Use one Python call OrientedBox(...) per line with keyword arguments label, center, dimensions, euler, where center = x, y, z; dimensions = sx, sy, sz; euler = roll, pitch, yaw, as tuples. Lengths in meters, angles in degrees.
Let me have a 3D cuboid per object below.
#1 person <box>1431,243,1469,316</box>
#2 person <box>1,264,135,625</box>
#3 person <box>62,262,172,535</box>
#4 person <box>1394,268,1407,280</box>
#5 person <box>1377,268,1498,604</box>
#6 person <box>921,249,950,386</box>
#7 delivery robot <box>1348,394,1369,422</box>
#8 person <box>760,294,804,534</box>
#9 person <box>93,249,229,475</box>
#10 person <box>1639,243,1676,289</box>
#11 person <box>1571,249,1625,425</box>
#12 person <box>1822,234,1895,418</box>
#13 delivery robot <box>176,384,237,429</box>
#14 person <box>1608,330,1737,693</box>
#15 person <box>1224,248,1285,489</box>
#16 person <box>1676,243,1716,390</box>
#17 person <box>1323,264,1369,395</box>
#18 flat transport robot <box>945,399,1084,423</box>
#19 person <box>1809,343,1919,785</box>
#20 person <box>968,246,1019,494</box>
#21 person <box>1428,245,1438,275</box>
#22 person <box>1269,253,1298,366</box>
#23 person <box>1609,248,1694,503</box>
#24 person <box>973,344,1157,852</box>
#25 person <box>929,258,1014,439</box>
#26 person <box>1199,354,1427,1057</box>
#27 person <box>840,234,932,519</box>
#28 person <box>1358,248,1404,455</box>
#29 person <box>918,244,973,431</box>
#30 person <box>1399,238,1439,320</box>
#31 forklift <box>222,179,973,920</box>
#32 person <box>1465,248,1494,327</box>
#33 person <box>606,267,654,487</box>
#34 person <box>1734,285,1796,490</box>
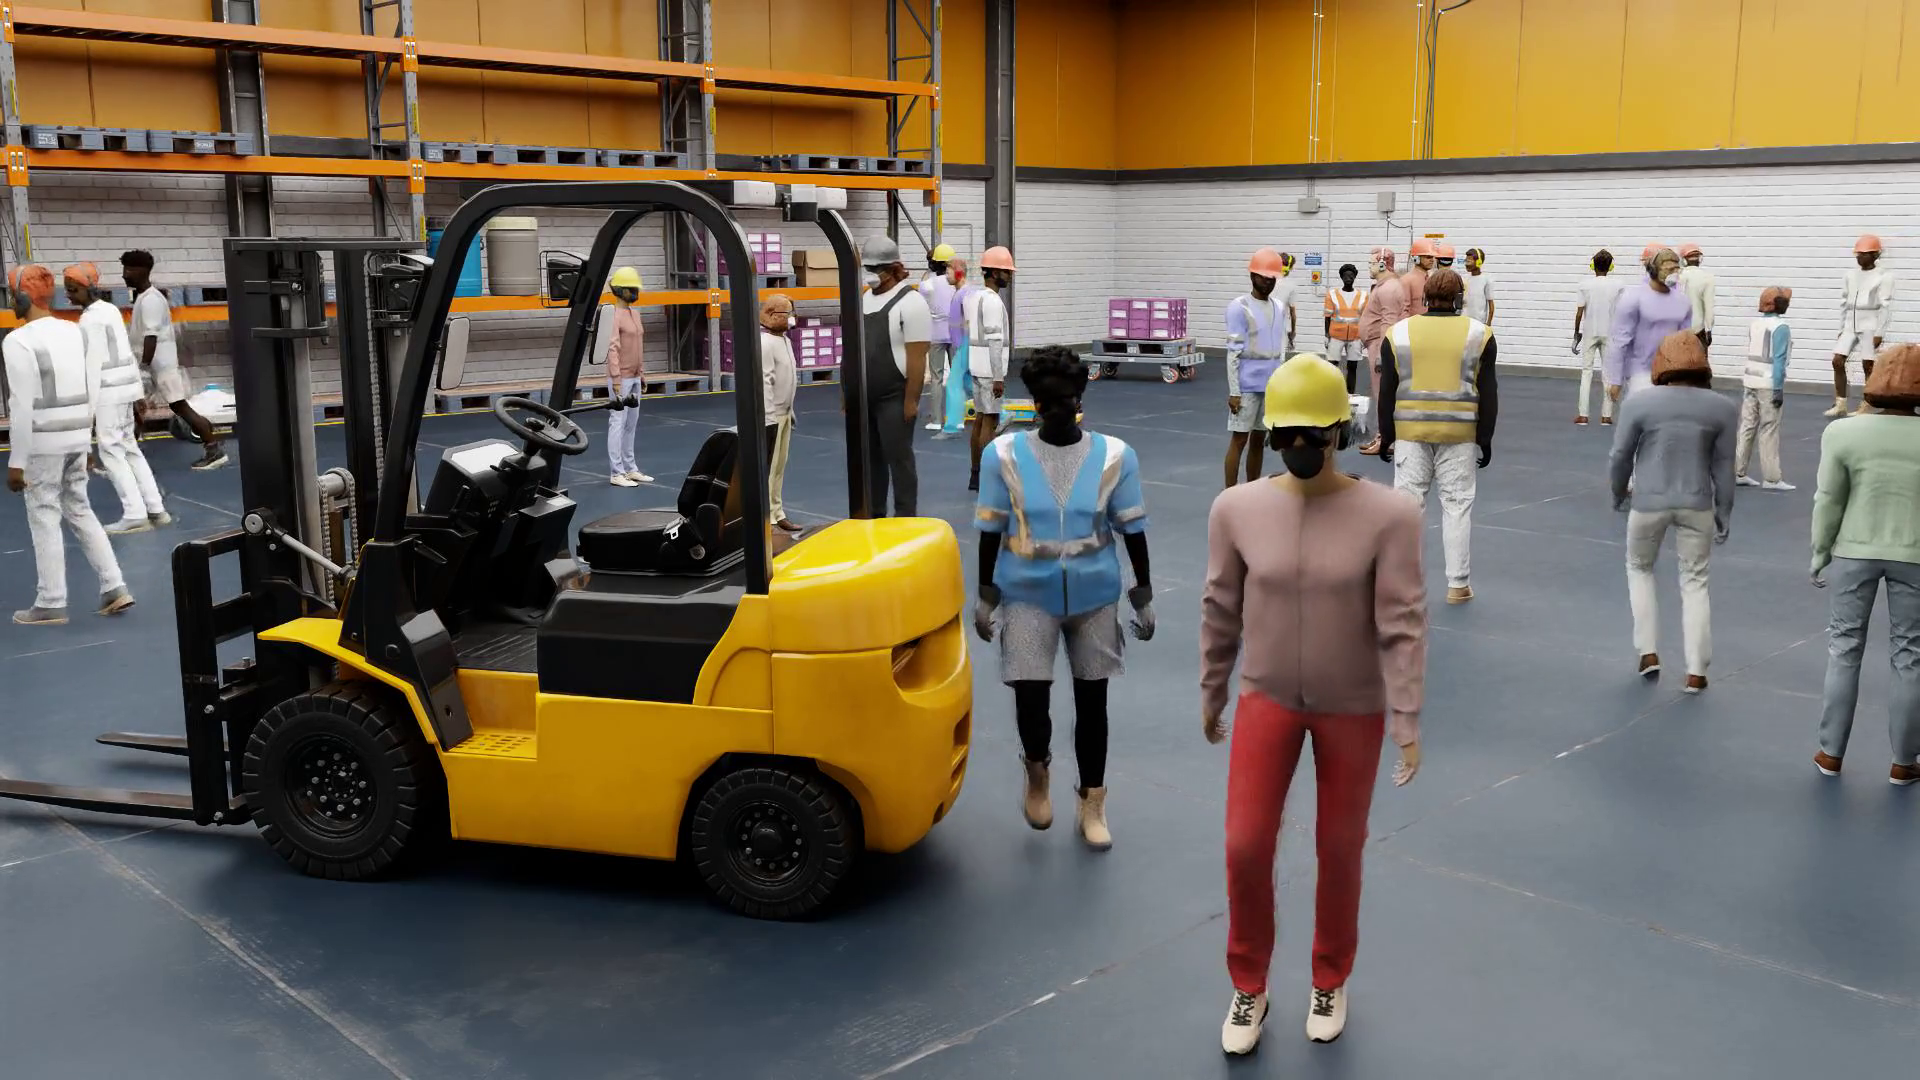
OrientedBox(label="person", center=(5.399, -2.355, 18.665), dimensions=(0.550, 1.935, 0.376), euler=(-1, 10, -4))
OrientedBox(label="person", center=(-4.710, -0.487, 8.651), dimensions=(0.435, 1.881, 0.598), euler=(2, 11, 10))
OrientedBox(label="person", center=(-5.732, -0.956, 11.285), dimensions=(0.443, 1.847, 0.668), euler=(-2, 11, -10))
OrientedBox(label="person", center=(5.682, -2.636, 21.084), dimensions=(0.595, 1.611, 0.558), euler=(-1, 10, -5))
OrientedBox(label="person", center=(2.629, -0.568, 9.188), dimensions=(0.634, 1.841, 0.429), euler=(4, 11, 19))
OrientedBox(label="person", center=(-0.322, -2.992, 22.420), dimensions=(0.622, 1.838, 0.429), euler=(10, 14, 42))
OrientedBox(label="delivery robot", center=(3.701, -1.324, 16.564), dimensions=(0.707, 0.478, 0.477), euler=(-2, 11, -14))
OrientedBox(label="person", center=(-1.224, -0.837, 11.218), dimensions=(0.279, 1.634, 0.497), euler=(2, 11, 12))
OrientedBox(label="person", center=(-6.836, -1.515, 14.177), dimensions=(1.045, 1.914, 0.617), euler=(-7, 12, -32))
OrientedBox(label="person", center=(7.696, -2.328, 18.529), dimensions=(0.544, 1.936, 0.359), euler=(-9, 13, -39))
OrientedBox(label="person", center=(6.810, -2.157, 17.772), dimensions=(0.517, 1.873, 0.328), euler=(3, 11, 14))
OrientedBox(label="person", center=(9.772, -2.302, 18.138), dimensions=(0.719, 2.020, 0.646), euler=(-5, 11, -24))
OrientedBox(label="delivery robot", center=(-7.383, -1.303, 16.451), dimensions=(0.707, 0.478, 0.477), euler=(-9, 14, -41))
OrientedBox(label="person", center=(3.182, -0.132, 7.456), dimensions=(0.526, 1.598, 0.491), euler=(2, 11, 11))
OrientedBox(label="person", center=(2.118, -1.091, 11.798), dimensions=(0.547, 1.929, 0.385), euler=(-8, 13, -38))
OrientedBox(label="person", center=(8.367, -2.447, 19.199), dimensions=(0.639, 1.932, 0.820), euler=(10, 14, 42))
OrientedBox(label="person", center=(4.463, -2.340, 19.241), dimensions=(0.536, 1.696, 0.322), euler=(0, 10, 2))
OrientedBox(label="flat transport robot", center=(0.596, -1.398, 17.996), dimensions=(1.431, 0.197, 0.652), euler=(2, 11, 10))
OrientedBox(label="person", center=(3.428, 0.090, 6.163), dimensions=(0.508, 1.632, 0.270), euler=(6, 12, 30))
OrientedBox(label="person", center=(0.265, -1.325, 13.060), dimensions=(0.377, 1.932, 0.552), euler=(-2, 11, -13))
OrientedBox(label="person", center=(6.041, -2.846, 21.466), dimensions=(0.422, 1.893, 0.654), euler=(5, 12, 26))
OrientedBox(label="person", center=(3.451, -2.278, 18.597), dimensions=(0.615, 1.820, 0.428), euler=(3, 11, 14))
OrientedBox(label="person", center=(5.173, -1.176, 12.283), dimensions=(0.657, 1.919, 0.642), euler=(-4, 11, -20))
OrientedBox(label="person", center=(0.347, 0.201, 5.403), dimensions=(0.613, 1.674, 0.374), euler=(-1, 10, -3))
OrientedBox(label="person", center=(0.123, -1.902, 16.615), dimensions=(0.829, 1.812, 0.602), euler=(-1, 10, -3))
OrientedBox(label="person", center=(0.845, 0.421, 4.061), dimensions=(0.555, 1.744, 0.571), euler=(3, 11, 18))
OrientedBox(label="person", center=(-0.530, -0.983, 10.907), dimensions=(0.536, 2.000, 0.686), euler=(-10, 14, -42))
OrientedBox(label="person", center=(3.883, -1.740, 15.400), dimensions=(0.401, 1.906, 0.651), euler=(3, 11, 14))
OrientedBox(label="person", center=(-0.154, -2.092, 17.248), dimensions=(0.594, 1.930, 0.353), euler=(-3, 11, -15))
OrientedBox(label="person", center=(4.643, -2.052, 16.861), dimensions=(0.381, 1.994, 0.614), euler=(10, 14, 43))
OrientedBox(label="forklift", center=(-1.114, -0.058, 5.440), dimensions=(2.313, 2.155, 1.214), euler=(2, 11, 13))
OrientedBox(label="person", center=(6.165, -2.557, 19.972), dimensions=(0.325, 1.865, 0.516), euler=(-6, 12, -29))
OrientedBox(label="person", center=(-2.697, -1.320, 13.486), dimensions=(0.306, 1.770, 0.525), euler=(3, 11, 14))
OrientedBox(label="person", center=(6.460, -1.219, 13.309), dimensions=(0.349, 1.639, 0.519), euler=(0, 10, -2))
